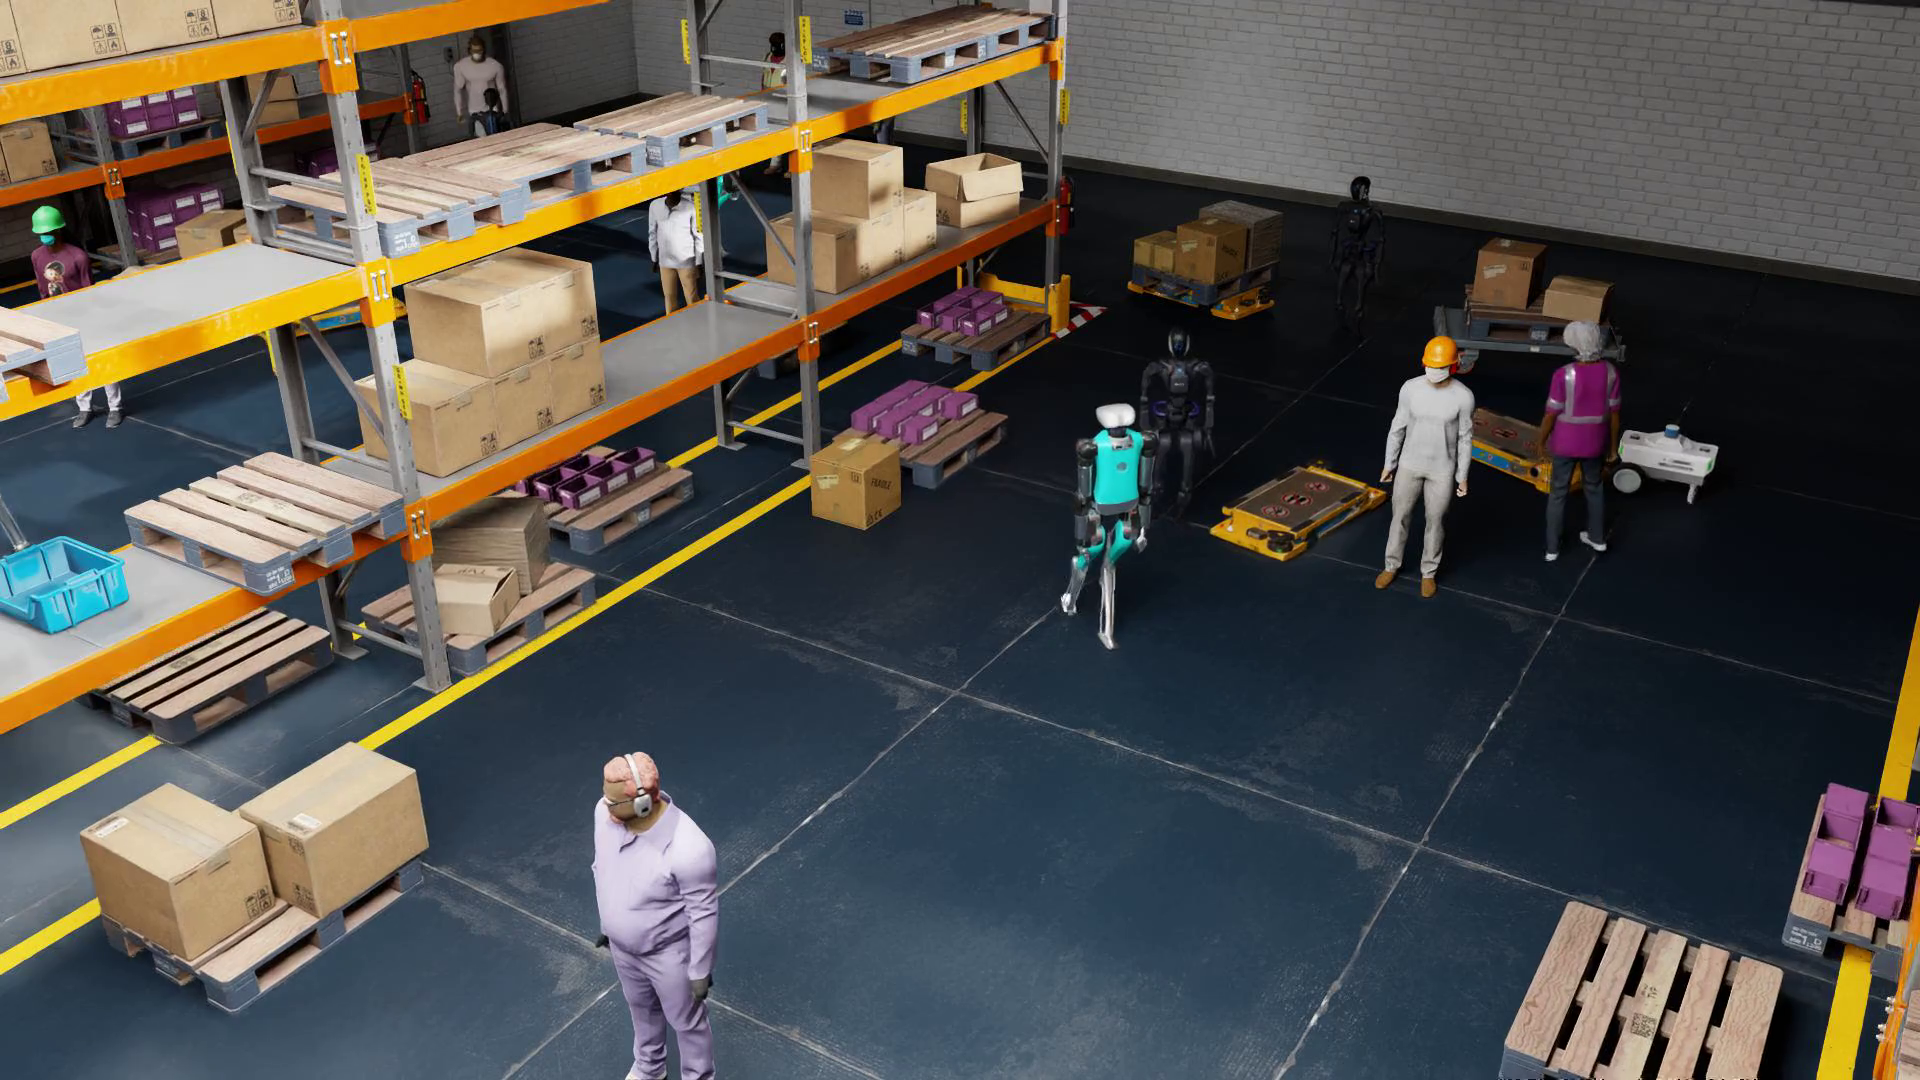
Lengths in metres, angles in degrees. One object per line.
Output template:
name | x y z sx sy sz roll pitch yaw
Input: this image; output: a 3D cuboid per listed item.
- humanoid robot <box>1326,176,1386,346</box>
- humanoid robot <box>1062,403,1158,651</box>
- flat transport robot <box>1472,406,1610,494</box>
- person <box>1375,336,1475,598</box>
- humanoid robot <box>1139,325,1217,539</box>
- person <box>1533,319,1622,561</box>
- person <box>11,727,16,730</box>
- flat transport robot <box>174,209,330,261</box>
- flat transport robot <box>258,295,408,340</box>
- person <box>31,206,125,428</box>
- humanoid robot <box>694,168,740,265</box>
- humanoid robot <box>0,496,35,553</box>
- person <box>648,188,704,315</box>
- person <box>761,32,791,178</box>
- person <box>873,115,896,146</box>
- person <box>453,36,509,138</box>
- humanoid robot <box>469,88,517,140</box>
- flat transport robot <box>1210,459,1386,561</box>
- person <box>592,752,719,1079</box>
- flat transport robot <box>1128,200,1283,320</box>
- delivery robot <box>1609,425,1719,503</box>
humanoid robot | 3.808 -2.675 15.925 0.616 1.651 0.342 21 34 35
humanoid robot | 0.899 -0.125 10.909 0.544 1.858 0.843 -8 28 -15
flat transport robot | 4.534 -0.753 13.682 0.659 0.231 1.431 -18 32 -31
person | 3.195 -0.500 11.390 0.582 1.894 0.375 11 29 21
humanoid robot | 1.602 -0.811 12.252 0.594 1.646 0.407 0 27 1
person | 4.450 -0.716 11.902 0.658 1.825 0.477 1 27 2
person | -5.947 0.418 9.734 0.336 1.747 0.564 15 31 27
flat transport robot | -7.209 -2.475 17.075 0.659 0.231 1.431 4 27 8
flat transport robot | -6.323 -2.284 16.698 1.431 0.231 0.659 -20 33 -34
person | -7.482 -1.880 14.064 0.481 1.944 0.432 2 27 3
humanoid robot | -2.746 -3.890 18.238 0.879 1.773 0.589 -15 31 -28
humanoid robot | -7.145 -0.640 11.844 0.871 1.778 0.590 15 30 27
person | -2.698 -2.680 15.830 0.571 1.755 0.320 8 28 15
person | -2.327 -5.647 21.588 0.626 1.844 0.429 16 31 29
person | -0.974 -5.317 21.163 0.276 1.631 0.504 10 29 20
person | -6.035 -5.390 21.032 0.628 1.882 1.045 -2 27 -4
humanoid robot | -5.424 -4.405 19.351 0.608 1.632 0.643 -6 27 -11
flat transport robot | 2.593 -0.239 12.669 0.659 0.231 1.431 23 35 38
person | -1.304 1.709 7.027 0.641 1.904 0.404 19 32 33
flat transport robot | 2.504 -2.601 17.323 0.659 0.231 1.431 -24 35 -38
delivery robot | 5.532 -0.619 13.122 0.783 0.612 0.524 14 30 25
